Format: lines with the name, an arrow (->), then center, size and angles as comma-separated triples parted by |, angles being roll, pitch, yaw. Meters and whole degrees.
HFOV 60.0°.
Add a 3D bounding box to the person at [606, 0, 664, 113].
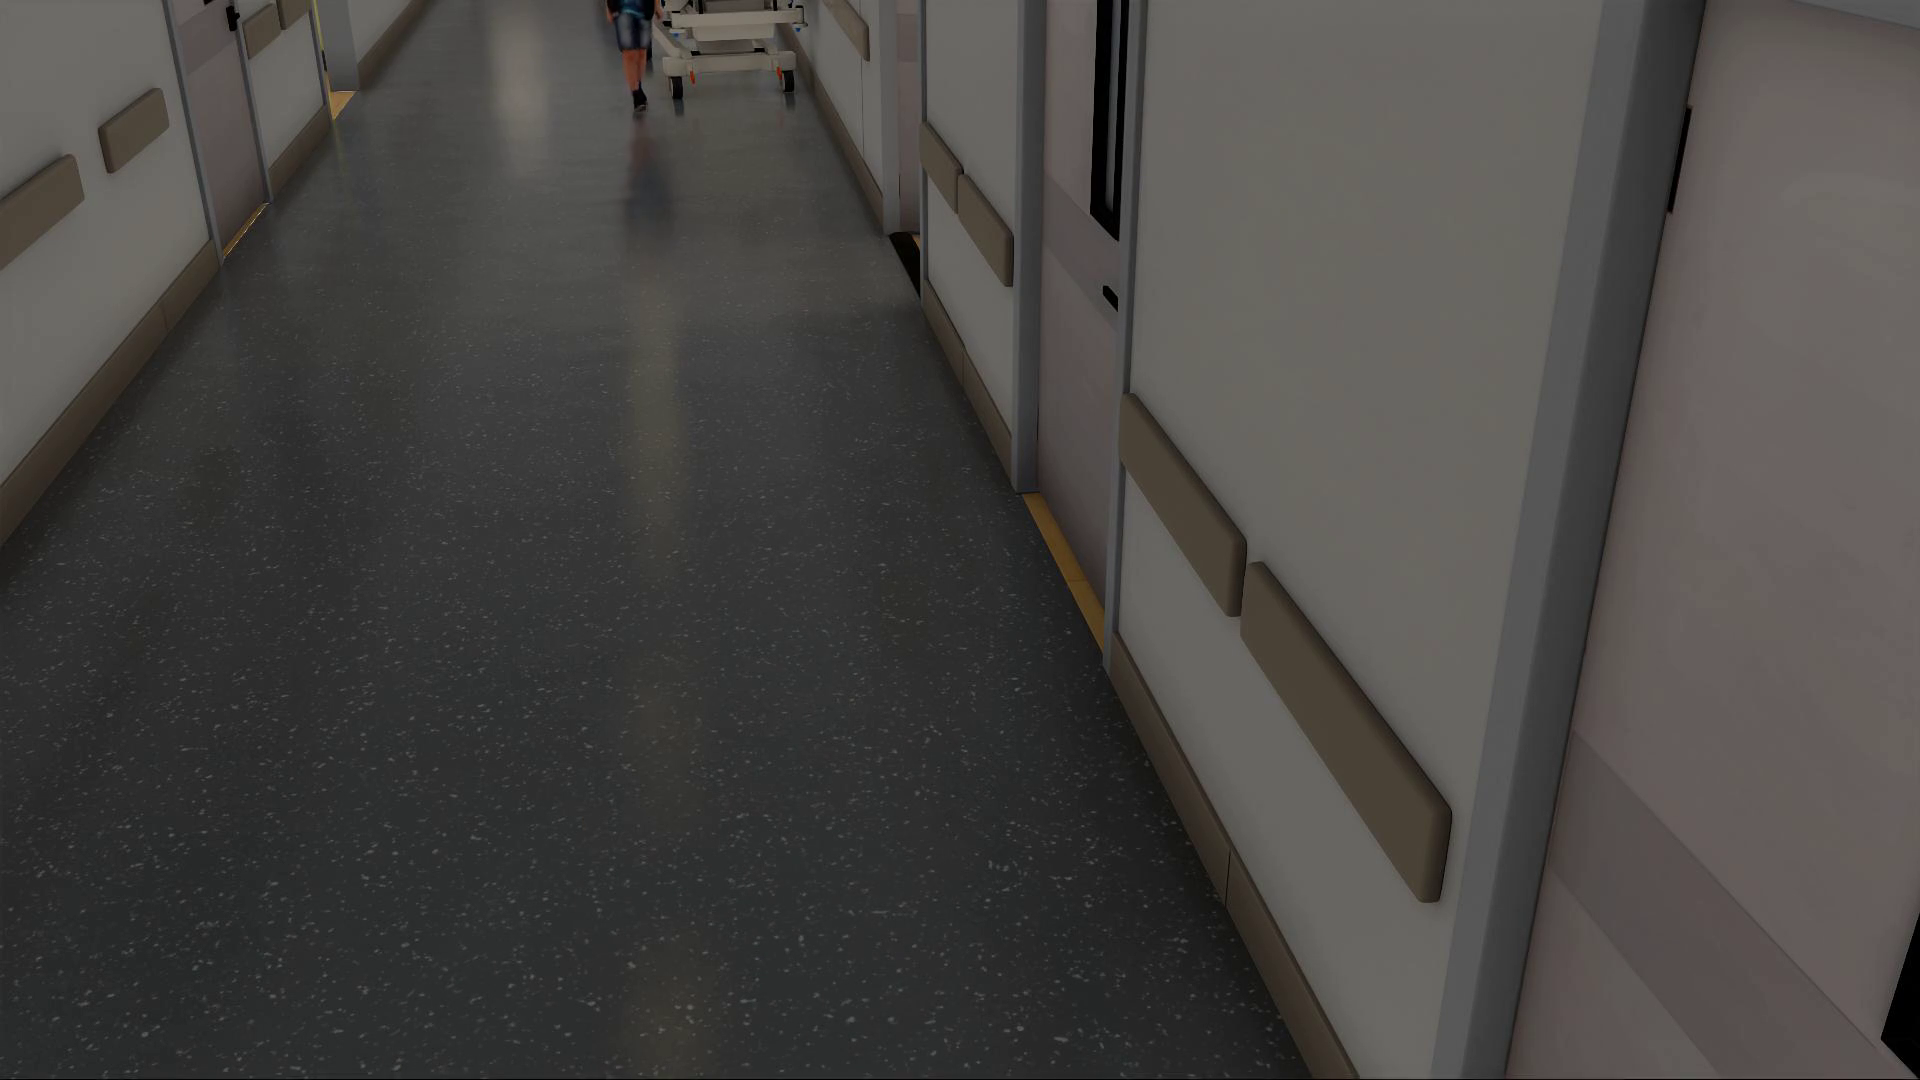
person -> -2.357, -3.817, 11.944 | 0.937, 1.413, 0.736 | -10, 27, -19
